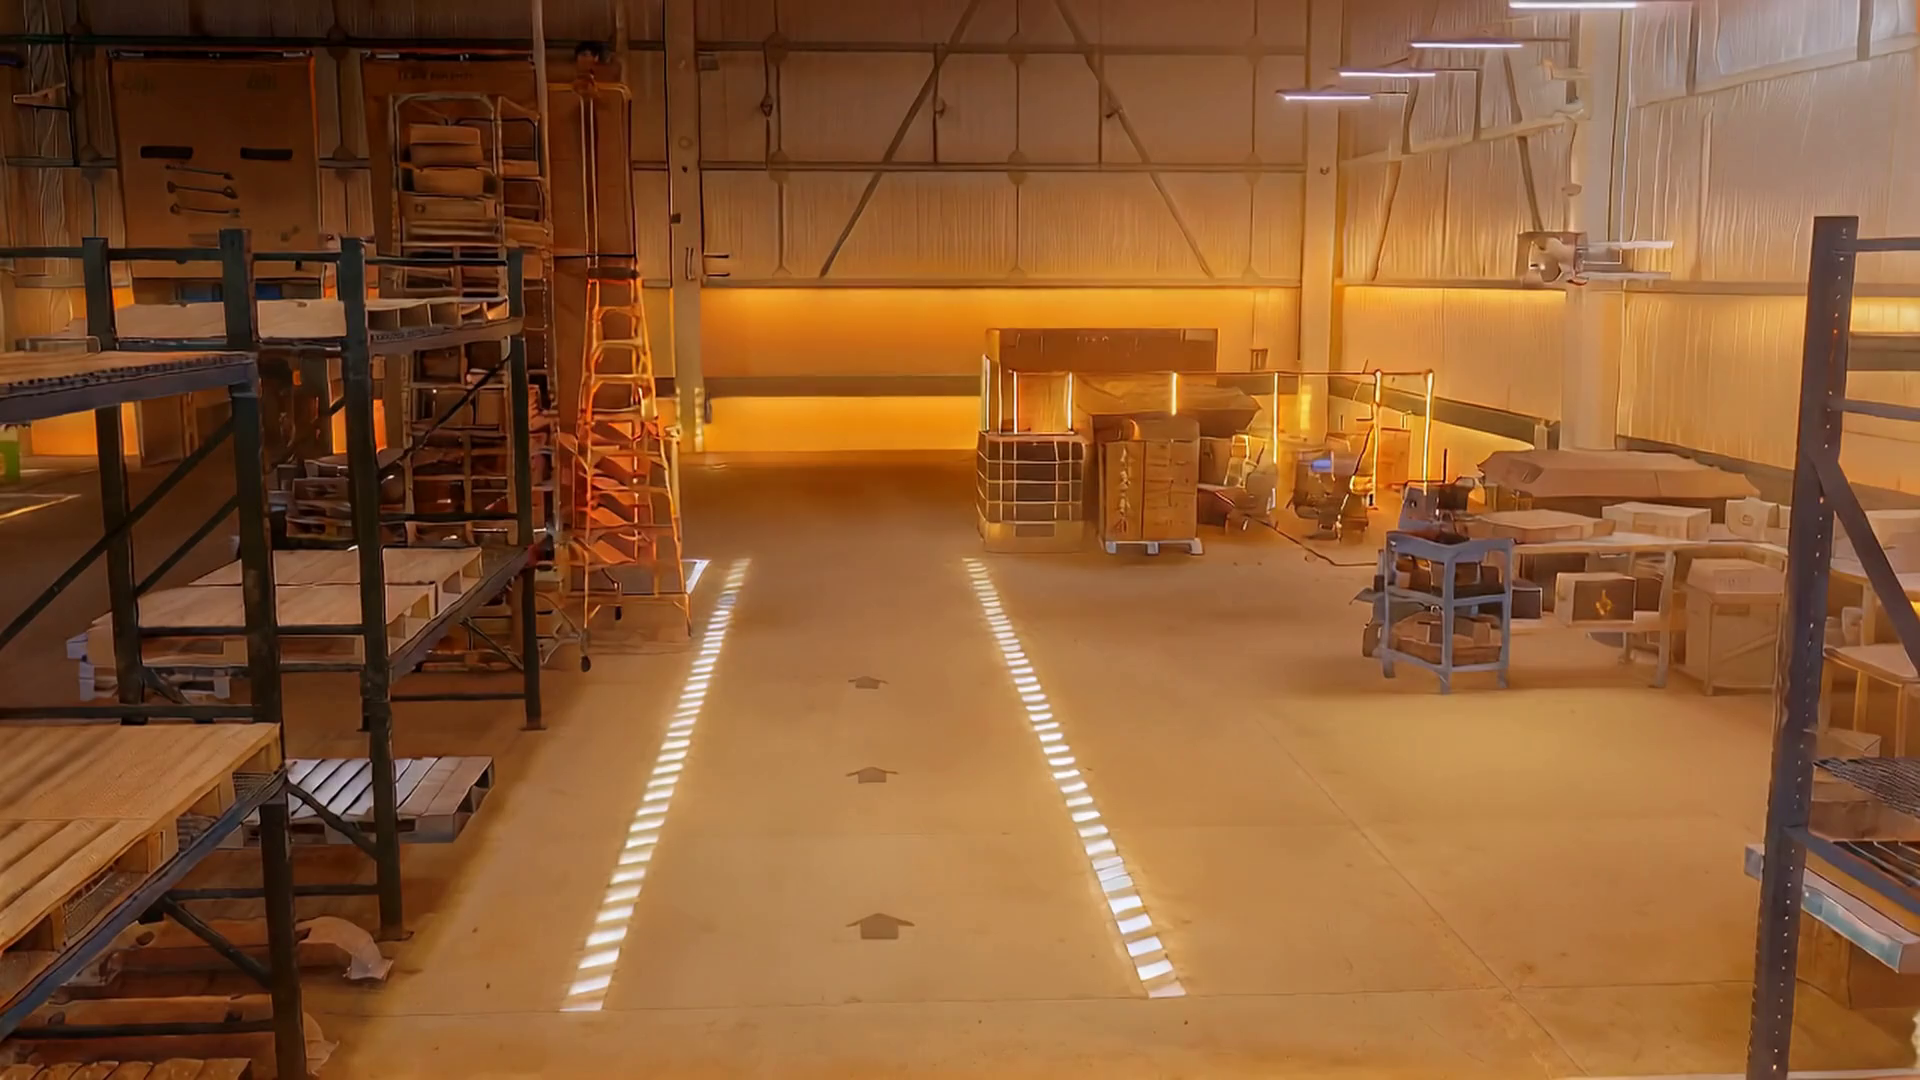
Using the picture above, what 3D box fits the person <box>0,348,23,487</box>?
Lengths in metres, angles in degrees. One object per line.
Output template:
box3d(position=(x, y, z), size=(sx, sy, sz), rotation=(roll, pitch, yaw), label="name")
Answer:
box3d(position=(-13.096, -1.689, 22.718), size=(0.544, 1.930, 0.389), rotation=(8, 12, 41), label="person")

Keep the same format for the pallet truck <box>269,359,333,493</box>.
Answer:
box3d(position=(-7.062, -1.131, 18.996), size=(1.885, 1.965, 0.823), rotation=(2, 9, 13), label="pallet truck")

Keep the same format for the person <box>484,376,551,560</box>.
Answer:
box3d(position=(-4.454, -0.697, 16.558), size=(0.779, 1.910, 0.644), rotation=(-5, 11, -31), label="person")
